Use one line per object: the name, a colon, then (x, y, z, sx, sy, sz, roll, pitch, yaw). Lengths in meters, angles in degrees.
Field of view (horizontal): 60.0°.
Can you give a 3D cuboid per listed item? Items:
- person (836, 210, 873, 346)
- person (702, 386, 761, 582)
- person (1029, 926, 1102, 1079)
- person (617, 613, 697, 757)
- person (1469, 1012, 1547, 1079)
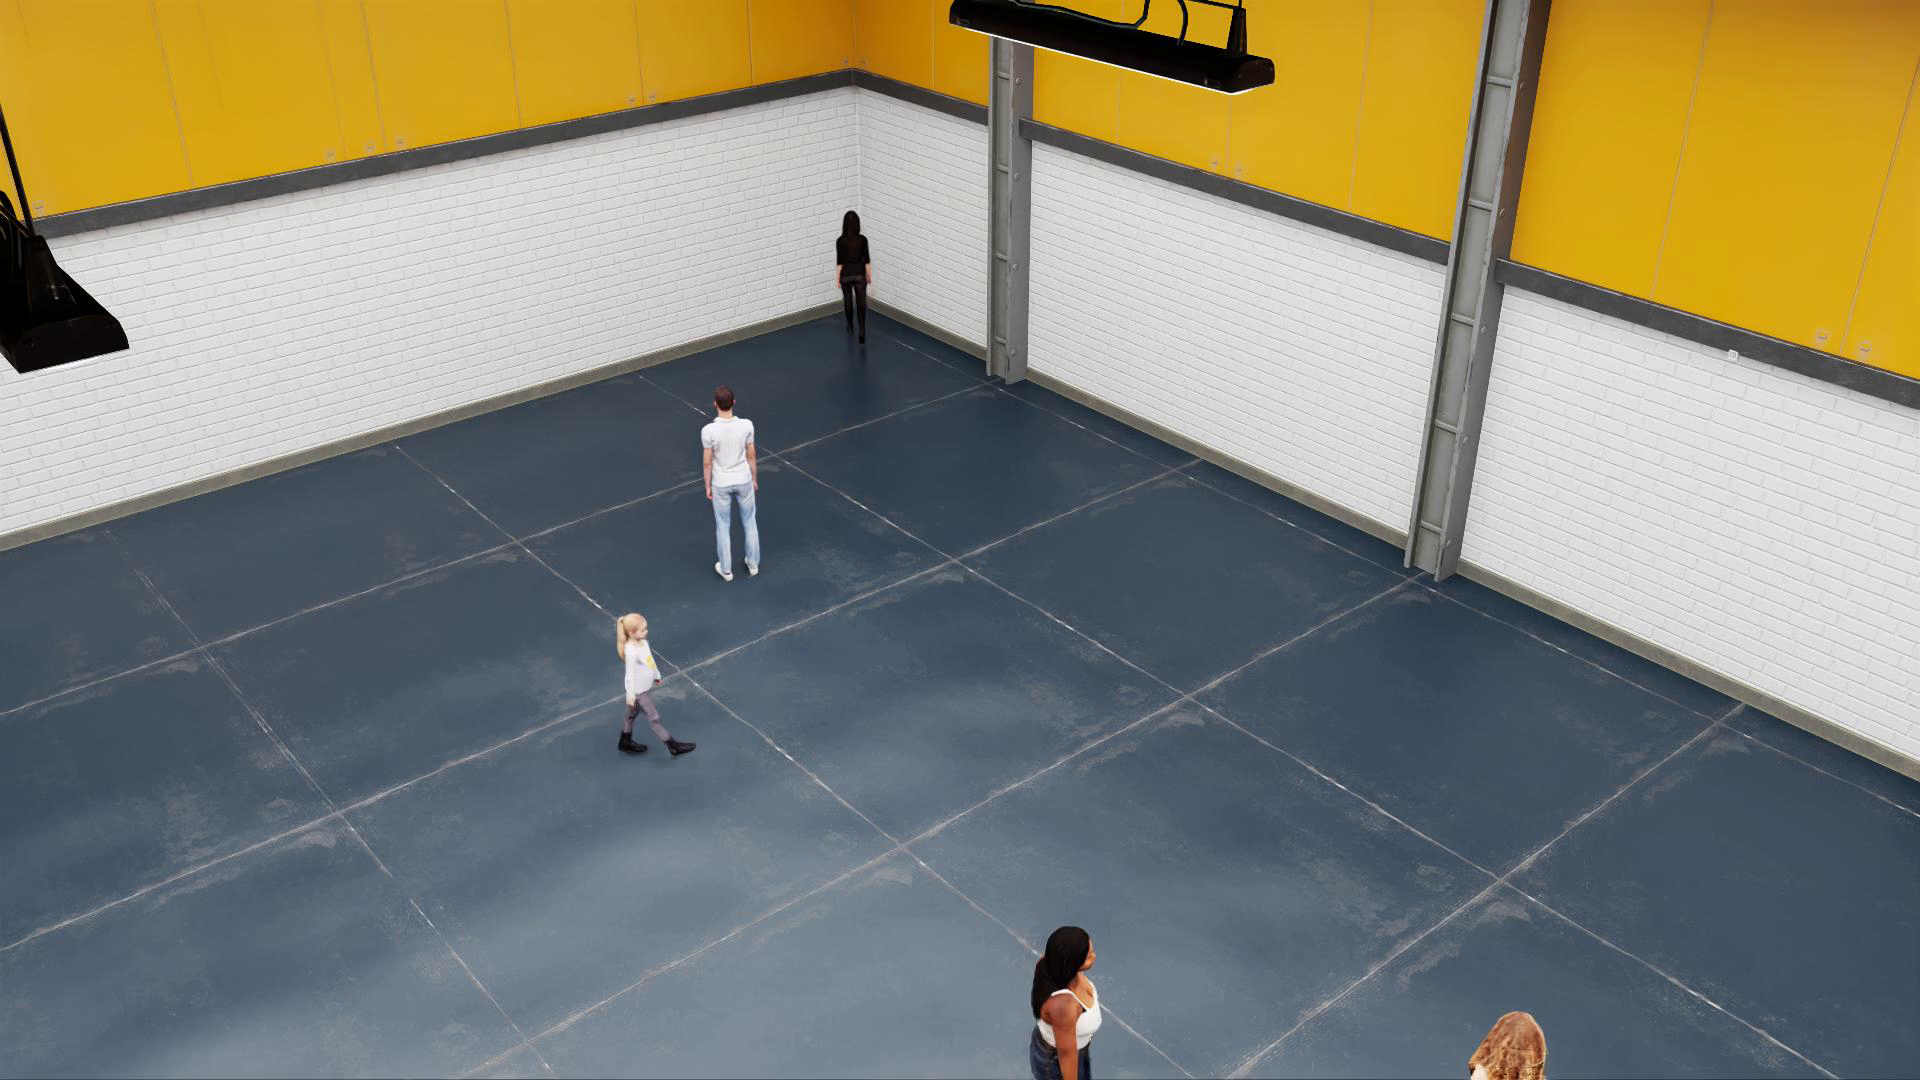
person: (-1.280, -3.156, 20.161, 0.947, 1.617, 1.090, -2, 29, -3)
person: (-2.060, -0.515, 15.076, 0.711, 1.851, 0.689, -9, 30, -16)
person: (0.451, 2.806, 9.035, 0.894, 1.805, 0.834, 2, 29, 5)
person: (-2.515, 1.121, 12.701, 0.898, 1.251, 0.855, 1, 29, 3)
person: (2.721, 3.163, 8.441, 0.888, 1.745, 1.012, -2, 29, -4)
